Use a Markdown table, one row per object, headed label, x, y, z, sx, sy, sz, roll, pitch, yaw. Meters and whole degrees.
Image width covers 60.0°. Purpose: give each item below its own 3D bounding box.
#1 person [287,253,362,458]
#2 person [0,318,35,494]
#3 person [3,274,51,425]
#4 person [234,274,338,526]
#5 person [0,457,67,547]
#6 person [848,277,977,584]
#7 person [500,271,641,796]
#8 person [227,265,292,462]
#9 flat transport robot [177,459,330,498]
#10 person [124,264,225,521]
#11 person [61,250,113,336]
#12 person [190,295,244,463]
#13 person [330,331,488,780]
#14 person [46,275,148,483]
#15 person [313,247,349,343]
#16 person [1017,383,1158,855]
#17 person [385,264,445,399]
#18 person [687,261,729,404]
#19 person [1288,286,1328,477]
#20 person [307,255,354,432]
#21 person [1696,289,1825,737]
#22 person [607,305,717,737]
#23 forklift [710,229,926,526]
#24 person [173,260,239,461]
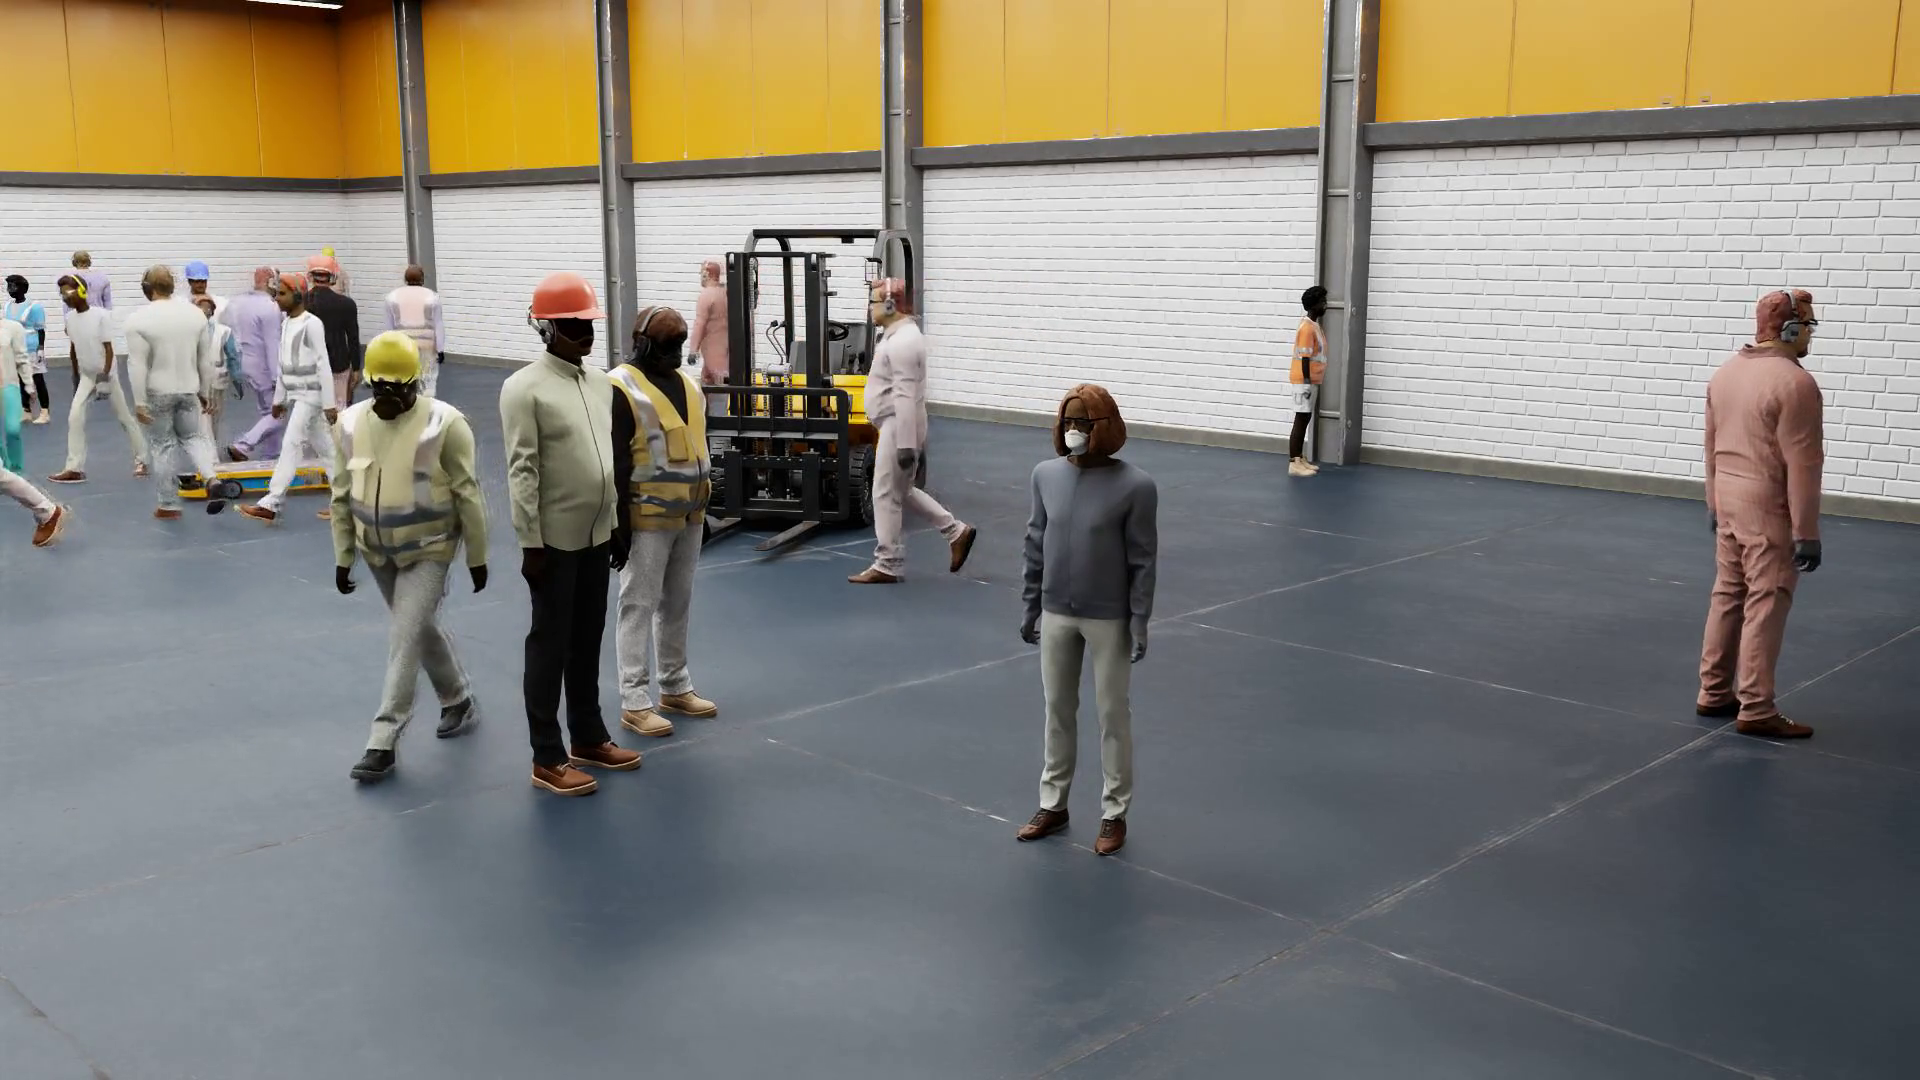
| label | x | y | z | sx | sy | sz | roll | pitch | yaw |
| --- | --- | --- | --- | --- | --- | --- | --- | --- | --- |
| person | -5.653 | -1.560 | 14.828 | 0.629 | 1.973 | 0.625 | -4 | 11 | -22 |
| person | -7.936 | -1.235 | 13.675 | 0.564 | 1.733 | 0.453 | -5 | 11 | -25 |
| person | -10.533 | -2.138 | 18.740 | 0.540 | 1.695 | 0.317 | 3 | 11 | 16 |
| person | -4.957 | -1.029 | 12.283 | 0.958 | 1.838 | 0.602 | -8 | 13 | -36 |
| person | -6.468 | -0.848 | 10.976 | 0.607 | 1.969 | 0.888 | 6 | 12 | 30 |
| person | -0.299 | -0.659 | 10.172 | 0.714 | 1.883 | 0.650 | 0 | 10 | -1 |
| person | -1.501 | -0.031 | 6.436 | 0.382 | 1.995 | 0.612 | 4 | 11 | 21 |
| person | -6.158 | -1.466 | 14.594 | 0.585 | 1.877 | 0.692 | -10 | 14 | -42 |
| flat transport robot | -5.724 | -0.529 | 13.860 | 1.431 | 0.197 | 0.652 | -4 | 11 | -22 |
| person | -5.816 | -1.074 | 12.309 | 0.645 | 1.927 | 0.642 | 7 | 13 | 35 |
| person | -11.707 | -2.918 | 22.340 | 0.353 | 1.936 | 0.635 | 9 | 14 | 41 |
| person | -6.590 | -1.342 | 14.635 | 0.529 | 1.592 | 0.871 | -9 | 14 | -41 |
| person | -2.234 | 0.029 | 6.766 | 0.608 | 1.764 | 0.927 | 3 | 11 | 16 |
| person | -7.545 | -1.400 | 14.486 | 0.543 | 1.794 | 0.870 | 2 | 11 | 13 |
| person | -10.836 | -4.078 | 28.683 | 0.587 | 1.930 | 0.357 | -5 | 12 | -27 |
| person | 0.436 | 0.272 | 5.769 | 0.499 | 1.634 | 0.279 | 6 | 12 | 30 |
| person | -6.038 | -2.139 | 18.435 | 0.633 | 1.818 | 0.780 | -1 | 10 | -6 |
| person | -2.696 | -2.097 | 18.087 | 0.991 | 1.853 | 0.666 | 4 | 11 | 19 |
| person | 3.094 | -1.409 | 14.794 | 0.321 | 1.690 | 0.529 | 3 | 11 | 18 |
| person | -6.752 | -2.101 | 17.967 | 0.722 | 1.914 | 0.550 | 3 | 11 | 15 |
| person | 3.469 | -0.114 | 7.155 | 0.403 | 1.905 | 0.683 | -1 | 10 | -7 |
| person | -1.289 | -0.089 | 7.193 | 0.429 | 1.834 | 0.635 | 6 | 12 | 28 |
| forklift | -1.050 | -1.319 | 12.920 | 1.214 | 2.155 | 2.313 | 2 | 11 | 13 |
| person | -7.294 | -1.741 | 16.023 | 0.618 | 1.910 | 0.980 | -8 | 13 | -37 |
